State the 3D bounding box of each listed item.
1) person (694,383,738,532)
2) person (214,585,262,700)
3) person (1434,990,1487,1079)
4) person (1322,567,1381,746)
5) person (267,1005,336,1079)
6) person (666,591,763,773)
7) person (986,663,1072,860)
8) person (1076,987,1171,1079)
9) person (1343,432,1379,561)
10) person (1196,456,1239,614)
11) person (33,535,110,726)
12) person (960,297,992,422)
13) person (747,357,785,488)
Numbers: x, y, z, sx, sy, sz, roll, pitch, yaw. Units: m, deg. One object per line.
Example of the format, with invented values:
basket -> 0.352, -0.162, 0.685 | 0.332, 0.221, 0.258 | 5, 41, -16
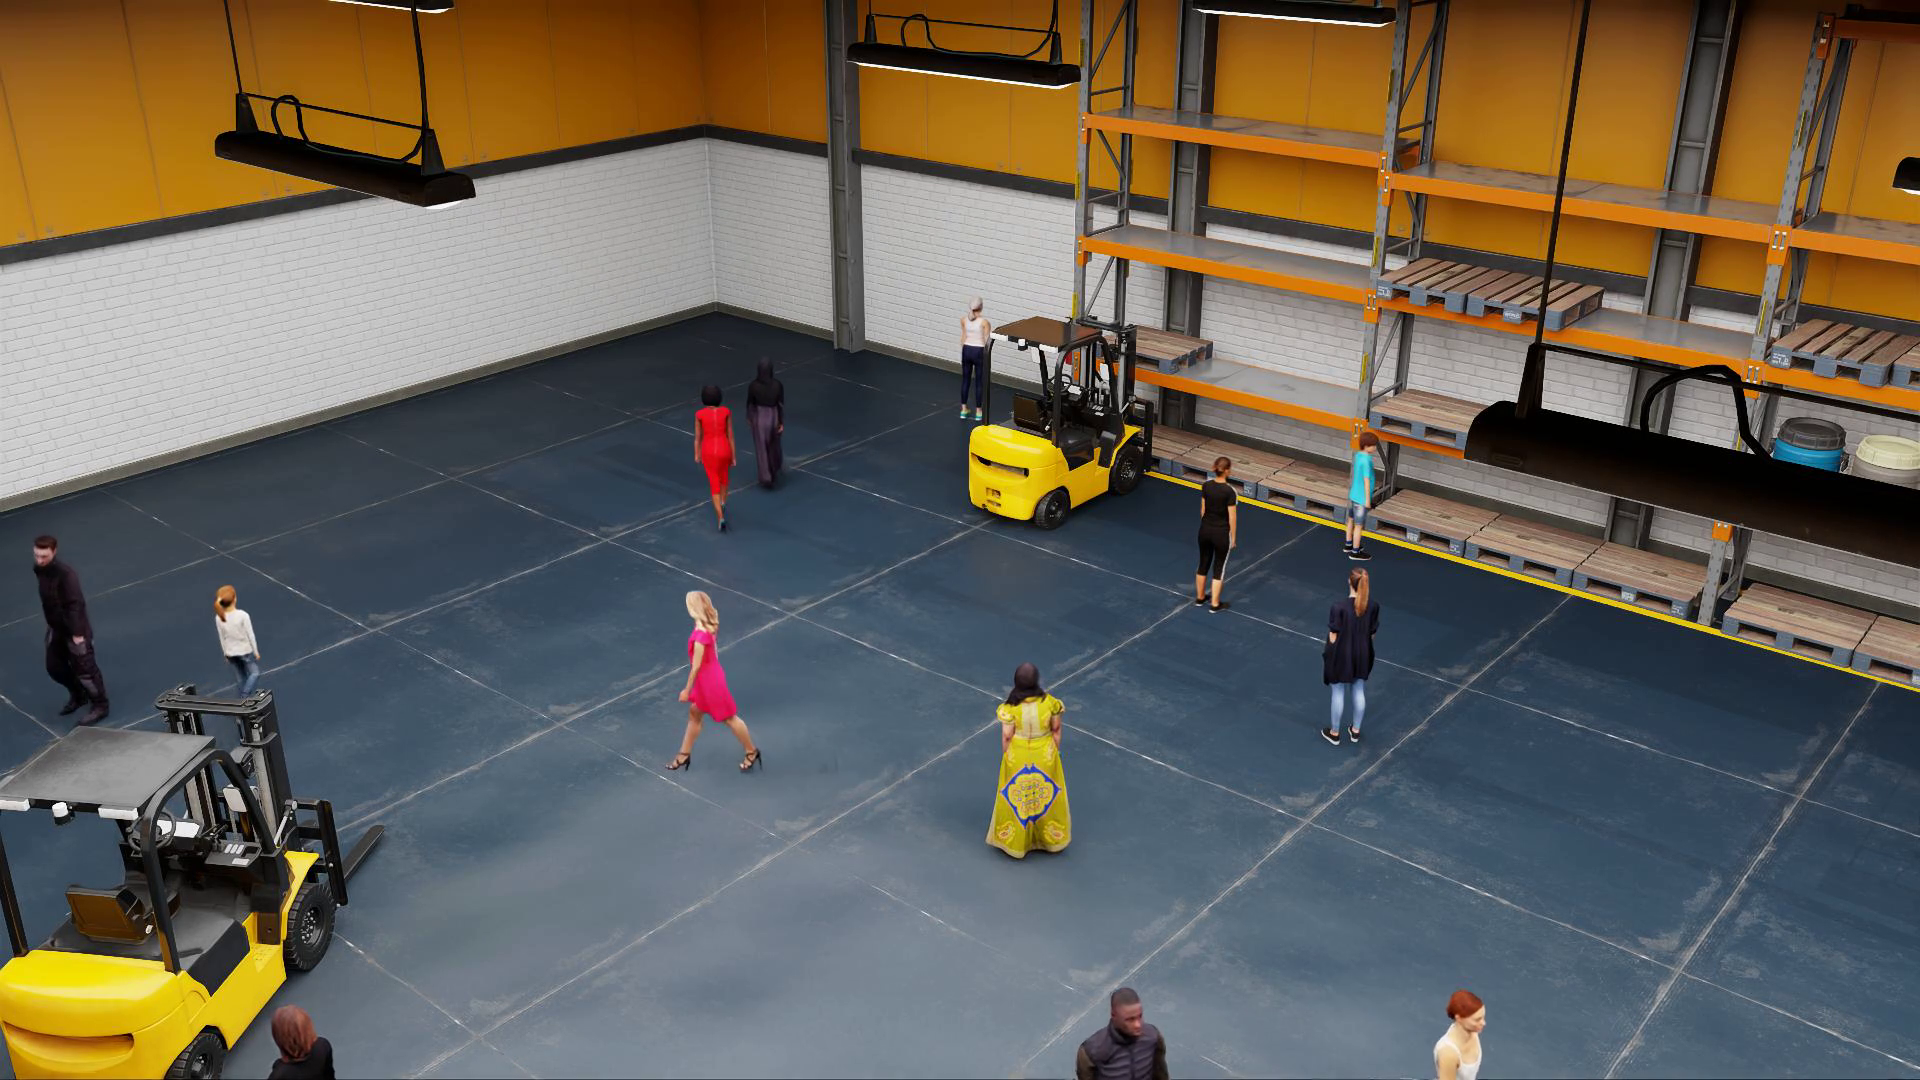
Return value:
person -> -2.758, -0.901, 18.906 | 0.911, 1.717, 1.043 | -7, 24, -15
person -> -6.506, 1.046, 14.960 | 0.693, 1.309, 0.729 | 2, 24, 4
person -> 2.713, 3.244, 9.571 | 1.011, 1.598, 0.556 | 18, 30, 36
person -> 3.425, 1.011, 14.573 | 0.715, 1.684, 0.764 | -3, 24, -7
person -> -3.608, 3.304, 9.298 | 0.593, 1.706, 0.639 | 10, 25, 21
person -> -2.014, 1.249, 14.043 | 1.071, 1.672, 1.018 | -2, 24, -4
person -> 0.547, 1.715, 12.995 | 0.994, 1.658, 1.040 | -4, 24, -8
person -> 0.863, 3.237, 9.336 | 0.979, 1.798, 1.195 | -11, 26, -24
person -> 4.413, -0.506, 18.337 | 0.655, 1.449, 0.592 | -2, 24, -6
person -> 2.621, -0.068, 17.060 | 0.475, 1.668, 0.647 | 21, 31, 40
person -> -7.953, 0.770, 14.877 | 0.677, 1.882, 0.872 | 17, 29, 34
person -> 0.188, -2.461, 22.492 | 0.560, 1.702, 0.712 | 10, 26, 22
person -> -2.367, -1.420, 20.232 | 1.045, 1.606, 1.149 | -4, 24, -9
